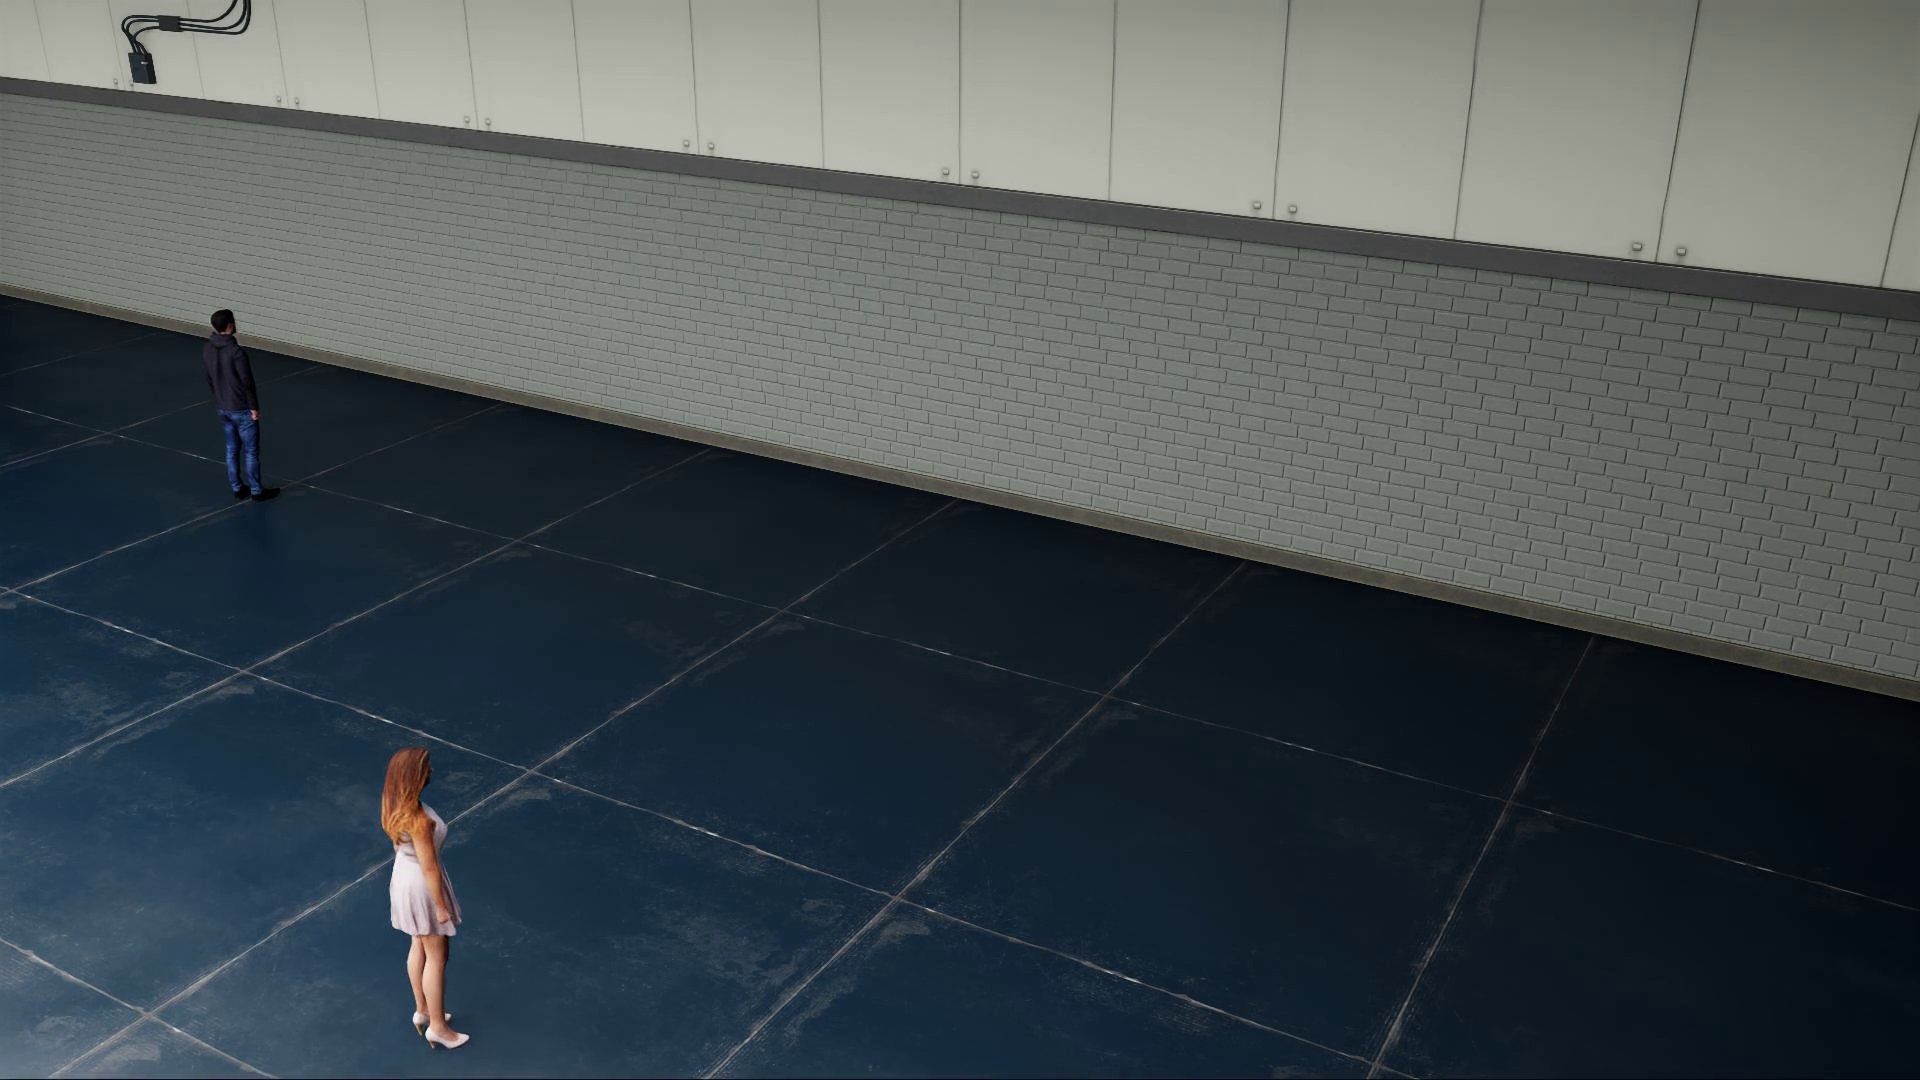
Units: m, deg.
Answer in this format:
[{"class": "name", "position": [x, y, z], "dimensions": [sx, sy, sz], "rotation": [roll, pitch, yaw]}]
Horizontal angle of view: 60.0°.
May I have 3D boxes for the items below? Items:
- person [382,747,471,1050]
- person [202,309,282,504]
[{"class": "person", "position": [-2.812, 1.869, 8.702], "dimensions": [0.686, 1.768, 0.653], "rotation": [-17, 28, -34]}, {"class": "person", "position": [-6.955, -1.285, 15.958], "dimensions": [0.700, 1.894, 0.605], "rotation": [9, 25, 21]}]
